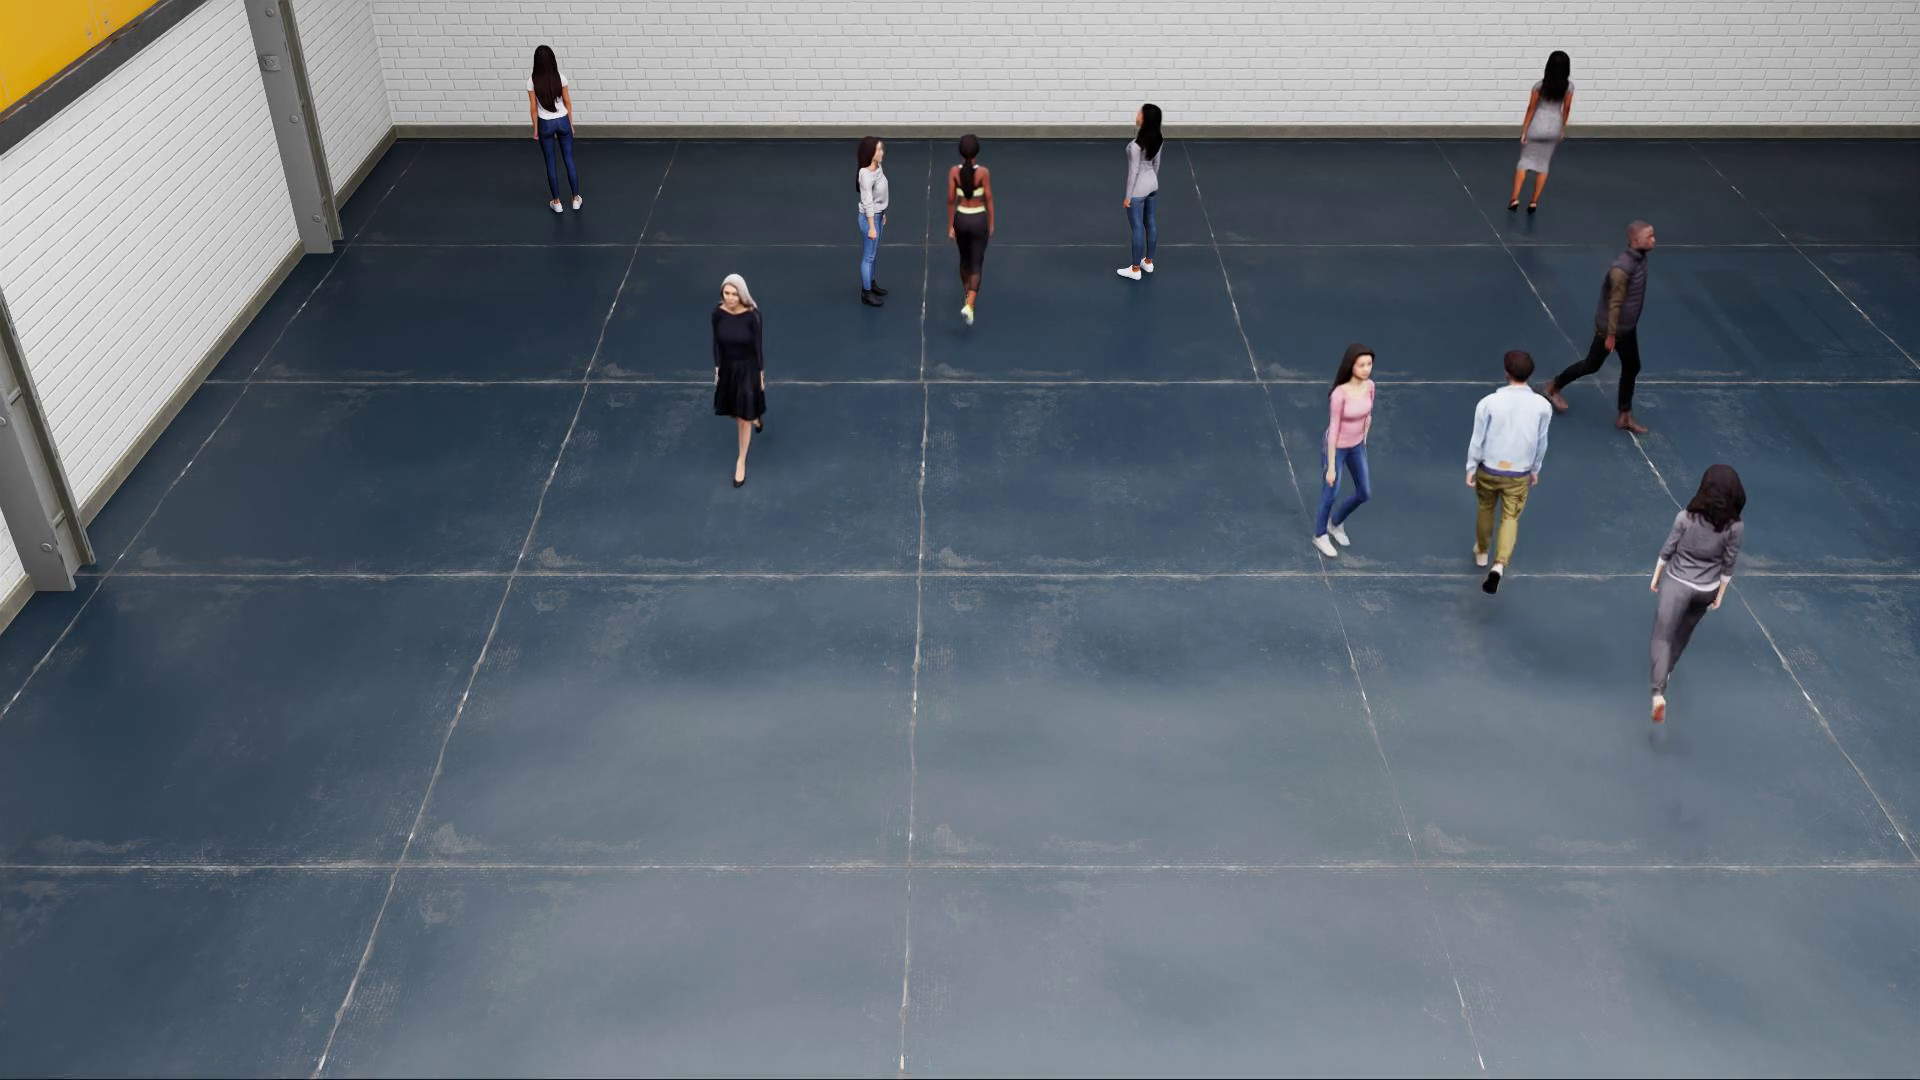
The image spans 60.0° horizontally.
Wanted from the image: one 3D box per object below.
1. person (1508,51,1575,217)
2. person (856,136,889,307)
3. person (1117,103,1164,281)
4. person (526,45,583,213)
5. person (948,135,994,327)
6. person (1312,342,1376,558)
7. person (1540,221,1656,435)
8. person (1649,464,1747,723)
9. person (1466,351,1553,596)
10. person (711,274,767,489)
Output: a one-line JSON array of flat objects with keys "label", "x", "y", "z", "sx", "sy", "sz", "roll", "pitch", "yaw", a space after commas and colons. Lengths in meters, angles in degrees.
[{"label": "person", "x": 6.122, "y": -4.218, "z": 17.394, "sx": 0.636, "sy": 1.779, "sz": 0.619, "roll": 5, "pitch": 34, "yaw": 8}, {"label": "person", "x": -0.846, "y": -3.031, "z": 15.740, "sx": 0.690, "sy": 1.633, "sz": 0.492, "roll": 4, "pitch": 34, "yaw": 7}, {"label": "person", "x": 1.792, "y": -3.398, "z": 16.201, "sx": 0.740, "sy": 1.734, "sz": 0.673, "roll": 27, "pitch": 42, "yaw": 35}, {"label": "person", "x": -4.293, "y": -4.353, "z": 17.601, "sx": 0.655, "sy": 1.775, "sz": 0.624, "roll": -11, "pitch": 35, "yaw": -17}, {"label": "person", "x": 0.088, "y": -2.842, "z": 15.369, "sx": 0.724, "sy": 1.729, "sz": 1.134, "roll": 7, "pitch": 34, "yaw": 10}, {"label": "person", "x": 2.748, "y": -0.686, "z": 12.122, "sx": 0.699, "sy": 1.734, "sz": 0.734, "roll": -16, "pitch": 37, "yaw": -22}, {"label": "person", "x": 5.313, "y": -1.767, "z": 13.691, "sx": 1.254, "sy": 1.796, "sz": 1.217, "roll": 27, "pitch": 42, "yaw": 34}, {"label": "person", "x": 4.632, "y": 0.366, "z": 10.544, "sx": 0.839, "sy": 1.728, "sz": 1.171, "roll": 11, "pitch": 35, "yaw": 16}, {"label": "person", "x": 3.835, "y": -0.443, "z": 11.713, "sx": 0.853, "sy": 1.780, "sz": 1.151, "roll": 9, "pitch": 35, "yaw": 13}, {"label": "person", "x": -1.702, "y": -1.295, "z": 13.042, "sx": 0.706, "sy": 1.727, "sz": 1.003, "roll": 7, "pitch": 34, "yaw": 10}]
